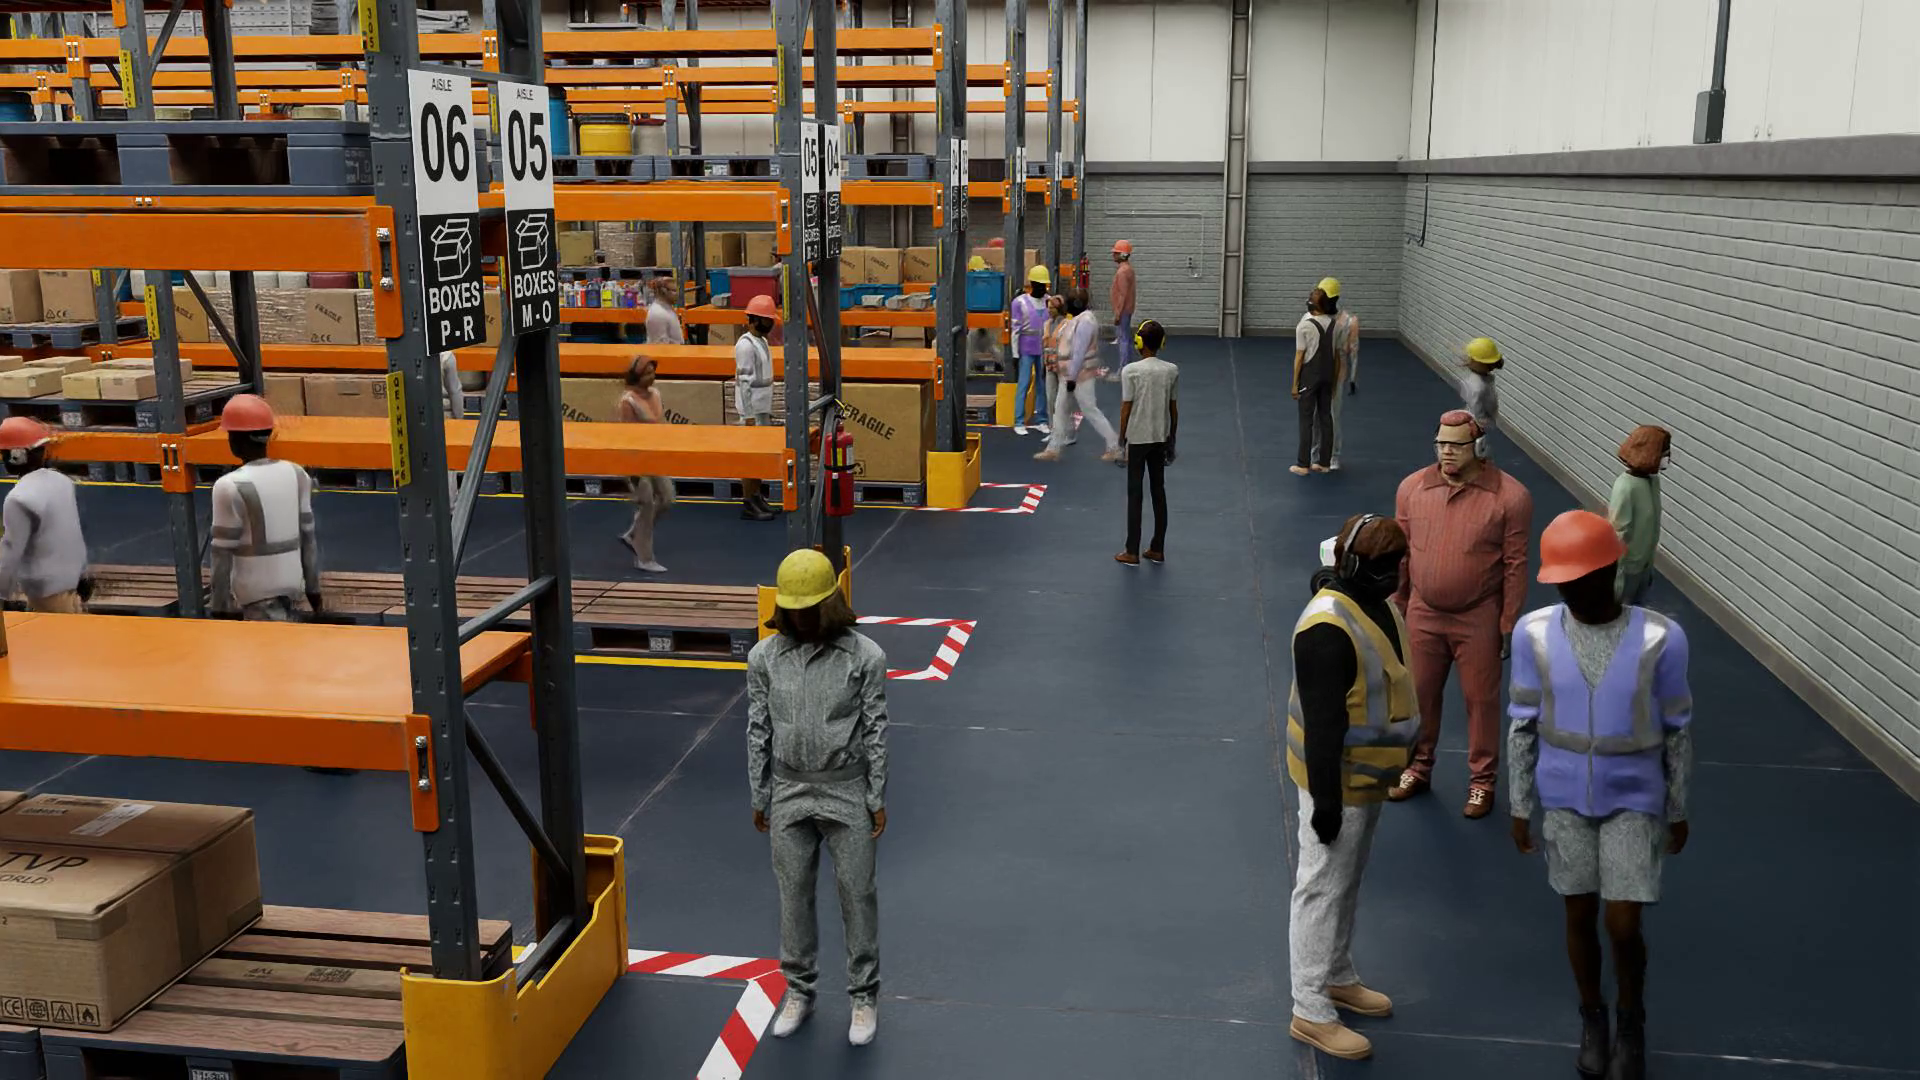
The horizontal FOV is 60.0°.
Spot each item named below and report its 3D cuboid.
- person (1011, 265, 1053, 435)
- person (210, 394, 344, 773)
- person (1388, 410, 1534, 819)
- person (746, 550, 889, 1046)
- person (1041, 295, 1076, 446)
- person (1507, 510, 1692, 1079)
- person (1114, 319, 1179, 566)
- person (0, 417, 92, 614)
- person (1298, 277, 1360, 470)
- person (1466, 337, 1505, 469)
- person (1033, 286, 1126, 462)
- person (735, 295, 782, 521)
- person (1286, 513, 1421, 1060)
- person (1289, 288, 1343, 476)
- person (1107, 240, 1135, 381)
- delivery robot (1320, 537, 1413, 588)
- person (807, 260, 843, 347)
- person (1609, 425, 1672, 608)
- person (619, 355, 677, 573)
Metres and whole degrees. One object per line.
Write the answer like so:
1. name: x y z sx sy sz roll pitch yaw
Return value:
1. person: 0.866 -2.143 18.836 0.599 1.914 0.401 -5 13 -22
2. person: -3.447 0.218 8.249 0.977 1.890 0.558 5 13 20
3. person: 2.271 0.341 7.676 0.649 1.900 0.398 9 15 35
4. person: -0.486 0.872 5.648 0.490 1.731 0.321 2 13 7
5. person: 1.083 -1.856 18.190 0.313 1.627 0.527 -9 15 -36
6. person: 2.026 0.848 5.355 0.584 1.903 0.521 7 14 30
7. person: 1.405 -0.732 12.594 0.521 1.866 0.341 -6 14 -25
8. person: -4.835 0.203 8.719 0.892 1.699 0.583 -1 13 -6
9. person: 3.663 -1.656 16.612 0.593 1.922 0.387 6 14 23
10. person: 4.100 -0.735 12.947 0.375 1.699 0.516 4 13 17
11. person: 1.256 -1.690 17.041 0.904 1.813 0.618 -2 13 -9
12. person: -1.714 -1.128 14.247 0.390 1.923 0.552 3 13 13
13. person: 1.337 0.812 5.670 0.430 1.841 0.624 7 14 29
14. person: 3.491 -1.546 16.323 0.503 1.840 0.346 -4 13 -19
15. person: 2.311 -3.265 23.709 0.373 1.997 0.619 3 13 13
16. delivery robot: 2.852 0.137 11.421 0.707 0.478 0.477 9 15 35
17. person: -1.838 -2.810 22.012 0.619 1.844 0.430 -7 14 -29
18. person: 3.641 0.178 9.018 0.280 1.627 0.508 11 17 41
19. person: -2.342 -0.564 12.361 0.397 1.626 0.539 4 13 17
